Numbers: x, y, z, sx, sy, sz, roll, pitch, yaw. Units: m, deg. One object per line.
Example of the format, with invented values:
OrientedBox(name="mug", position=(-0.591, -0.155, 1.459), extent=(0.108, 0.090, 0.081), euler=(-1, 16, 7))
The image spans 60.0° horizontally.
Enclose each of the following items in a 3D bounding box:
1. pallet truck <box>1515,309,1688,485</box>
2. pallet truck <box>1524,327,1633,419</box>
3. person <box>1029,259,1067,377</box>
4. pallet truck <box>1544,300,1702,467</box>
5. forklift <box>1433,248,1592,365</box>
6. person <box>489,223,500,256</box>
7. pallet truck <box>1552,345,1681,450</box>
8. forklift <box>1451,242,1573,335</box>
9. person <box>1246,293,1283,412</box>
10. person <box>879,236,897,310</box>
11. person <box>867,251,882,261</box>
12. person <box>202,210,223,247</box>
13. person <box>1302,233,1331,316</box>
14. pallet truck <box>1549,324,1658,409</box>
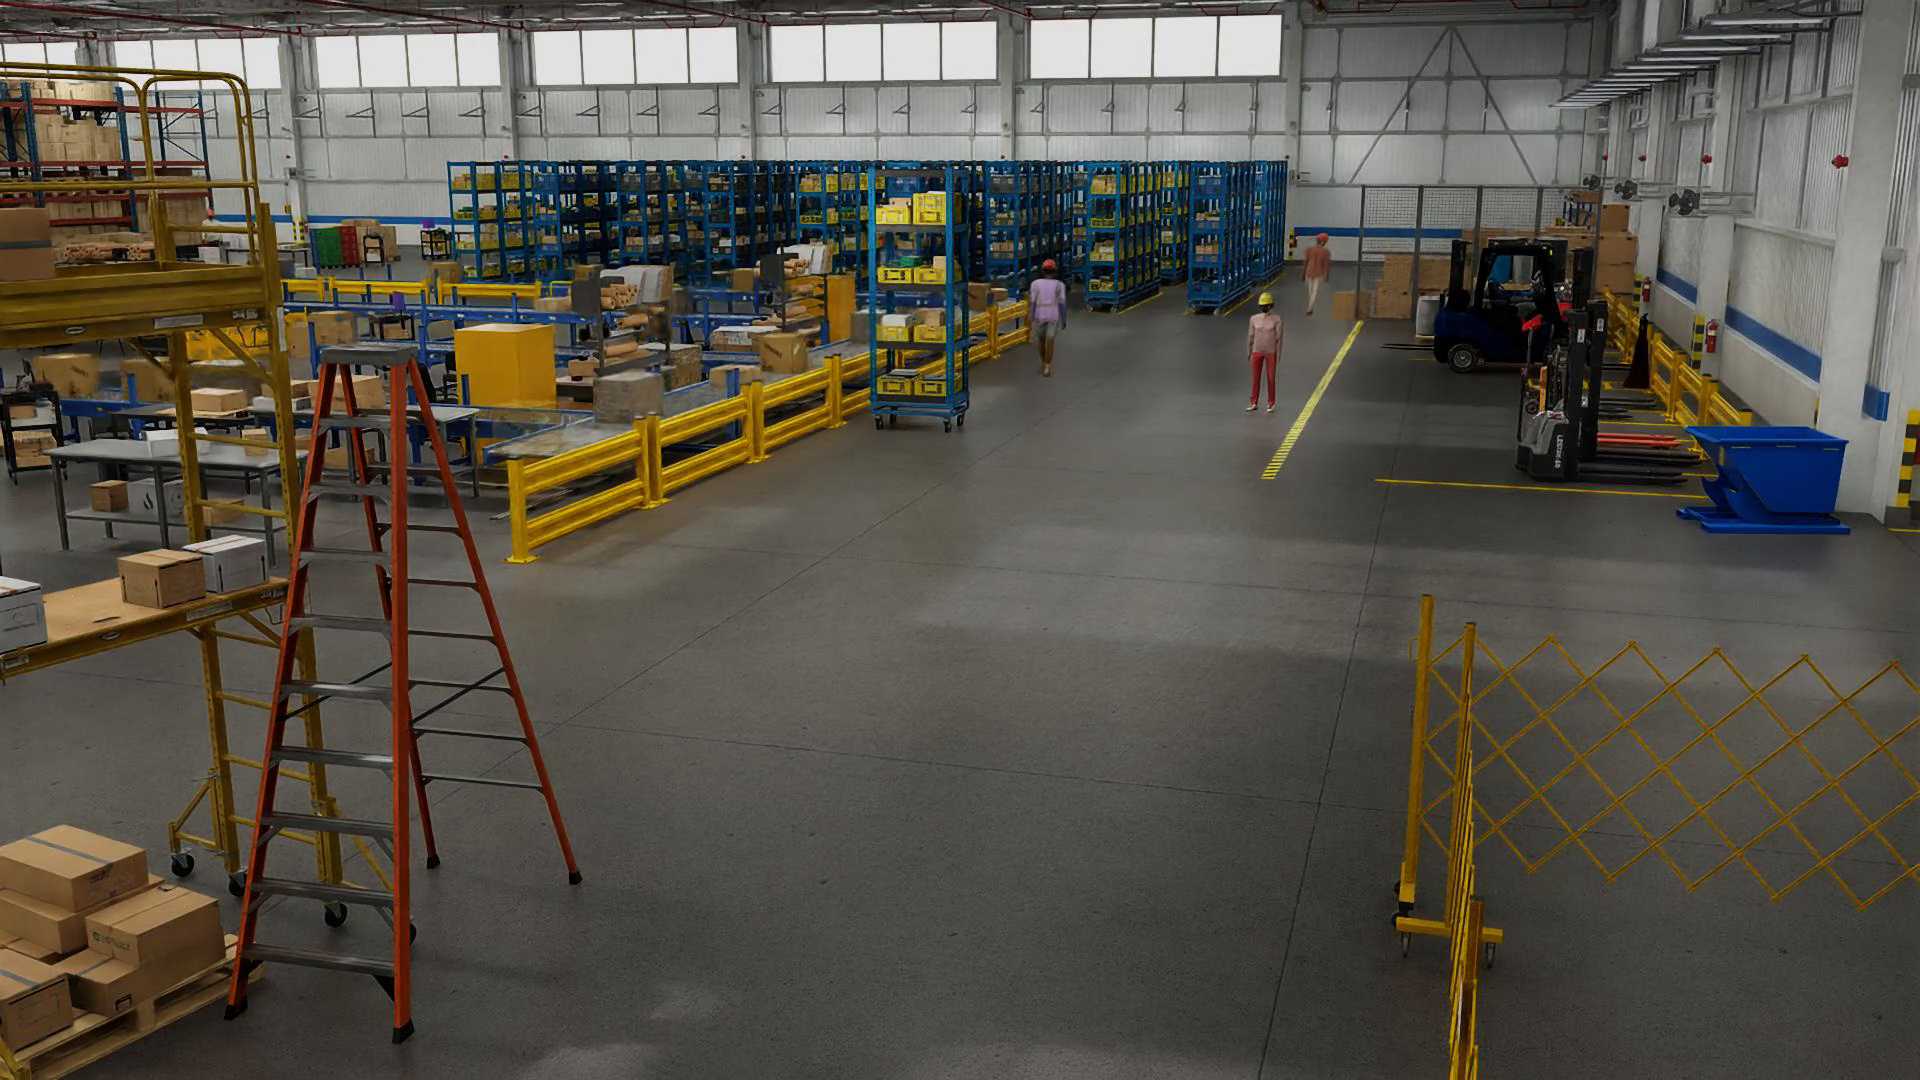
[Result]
OrientedBox(name="pallet truck", position=(7.554, -1.677, 19.446), extent=(1.885, 1.965, 0.823), euler=(3, 13, 14))
OrientedBox(name="pallet truck", position=(9.065, -2.460, 24.370), extent=(1.522, 1.261, 0.704), euler=(3, 13, 14))
OrientedBox(name="person", position=(1.537, -3.872, 28.932), extent=(0.634, 1.987, 1.063), euler=(2, 13, 8))
OrientedBox(name="pallet truck", position=(8.263, -1.952, 20.631), extent=(1.885, 1.965, 0.823), euler=(5, 14, 20))
OrientedBox(name="forklift", position=(9.780, -4.111, 29.280), extent=(2.680, 1.987, 1.157), euler=(3, 13, 14))
OrientedBox(name="person", position=(-17.593, -11.558, 62.682), extent=(0.533, 1.738, 0.579), euler=(-1, 13, -2))
OrientedBox(name="pallet truck", position=(8.641, -1.896, 21.908), extent=(1.630, 1.274, 0.653), euler=(4, 14, 16))
OrientedBox(name="forklift", position=(10.464, -4.597, 31.405), extent=(2.680, 1.987, 1.157), euler=(4, 14, 16))
OrientedBox(name="person", position=(4.525, -2.784, 24.732), extent=(0.533, 1.768, 0.310), euler=(6, 14, 25))
OrientedBox(name="person", position=(-1.792, -6.532, 40.761), extent=(0.501, 1.834, 0.585), euler=(2, 13, 11))
OrientedBox(name="person", position=(-2.354, -8.361, 48.775), extent=(0.606, 1.783, 0.852), euler=(-12, 18, -42))
OrientedBox(name="person", position=(-25.307, -10.205, 56.349), extent=(0.622, 1.969, 0.822), euler=(-3, 13, -11))
OrientedBox(name="person", position=(8.534, -6.323, 39.615), extent=(0.633, 1.949, 0.838), euler=(9, 16, 34))
OrientedBox(name="pallet truck", position=(9.824, -2.669, 25.407), extent=(1.601, 1.201, 0.680), euler=(4, 14, 16))
